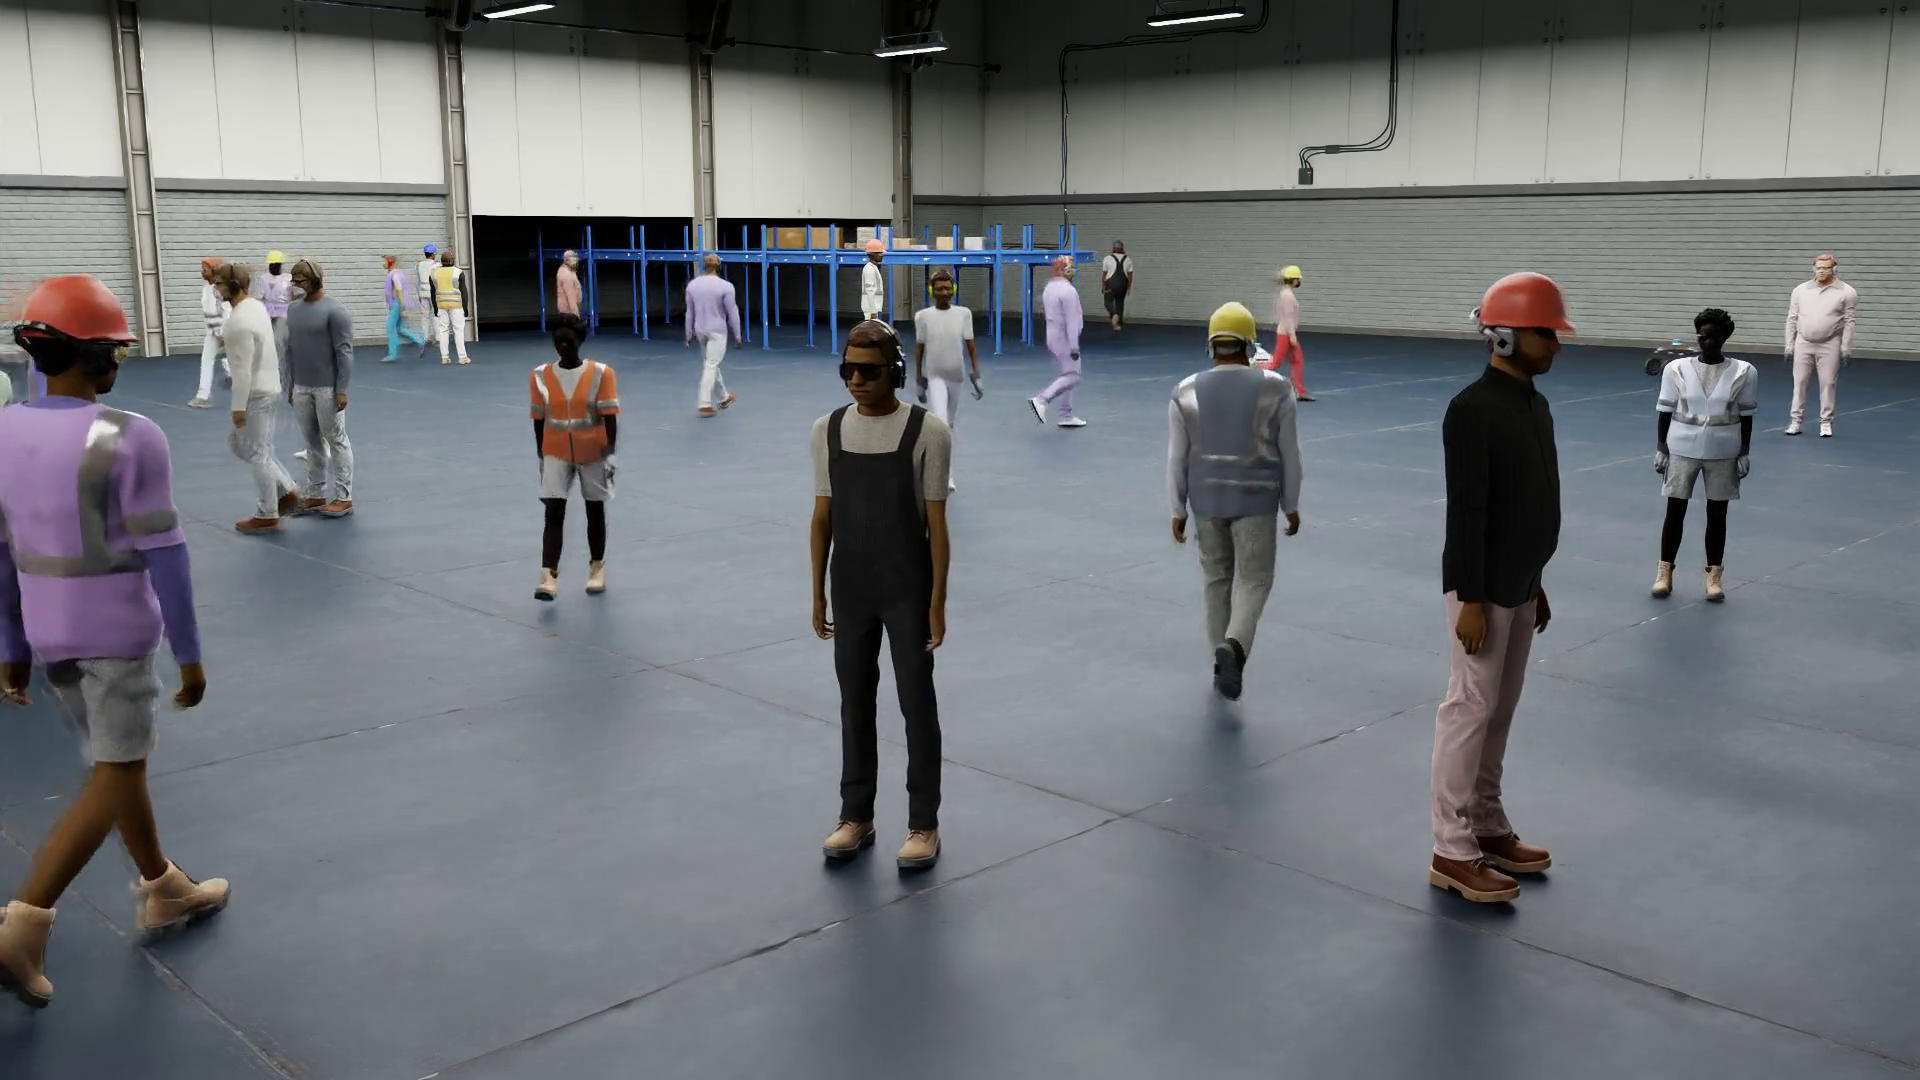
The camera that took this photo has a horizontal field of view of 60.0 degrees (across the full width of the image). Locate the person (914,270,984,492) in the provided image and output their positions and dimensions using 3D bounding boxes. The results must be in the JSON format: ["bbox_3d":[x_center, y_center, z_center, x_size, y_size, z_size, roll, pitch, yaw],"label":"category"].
[{"bbox_3d":[-0.114,-1.357,14.053,0.536,1.825,0.961,-3,11,-15],"label":"person"}]

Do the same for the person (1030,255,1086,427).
[{"bbox_3d":[1.099,-2.164,18.219,0.634,1.889,0.663,-3,11,-17],"label":"person"}]

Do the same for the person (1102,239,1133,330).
[{"bbox_3d":[3.500,-5.679,37.111,0.694,2.000,0.639,-2,11,-13],"label":"person"}]

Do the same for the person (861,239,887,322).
[{"bbox_3d":[-1.278,-3.447,24.812,0.387,2.045,0.605,0,10,0],"label":"person"}]

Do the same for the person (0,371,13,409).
[{"bbox_3d":[-5.695,-0.457,9.753,0.871,1.590,0.511,3,11,18],"label":"person"}]

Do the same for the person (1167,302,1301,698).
[{"bbox_3d":[1.240,-0.179,7.638,0.605,1.813,0.720,4,11,21],"label":"person"}]

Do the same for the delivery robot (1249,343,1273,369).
[{"bbox_3d":[4.328,-2.627,24.266,0.477,0.478,0.707,-1,10,-3],"label":"delivery robot"}]

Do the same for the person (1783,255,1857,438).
[{"bbox_3d":[9.075,-2.043,17.590,0.673,1.905,0.397,8,13,36],"label":"person"}]

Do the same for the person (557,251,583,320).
[{"bbox_3d":[-6.229,-3.666,26.544,0.438,1.876,0.692,-4,11,-22],"label":"person"}]

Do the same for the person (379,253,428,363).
[{"bbox_3d":[-9.393,-3.899,27.910,0.742,1.820,0.574,-5,11,-23],"label":"person"}]

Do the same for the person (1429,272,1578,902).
[{"bbox_3d":[1.747,0.141,5.380,0.375,1.996,0.611,8,13,37],"label":"person"}]

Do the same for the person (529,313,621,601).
[{"bbox_3d":[-2.234,-0.465,9.597,0.546,1.660,0.855,0,10,-2],"label":"person"}]

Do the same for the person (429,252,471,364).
[{"bbox_3d":[-8.427,-3.840,27.528,0.620,1.838,0.429,1,10,4],"label":"person"}]

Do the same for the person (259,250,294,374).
[{"bbox_3d":[-10.199,-3.402,25.008,0.591,1.898,0.937,4,11,19],"label":"person"}]

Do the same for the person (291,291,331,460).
[{"bbox_3d":[-6.167,-1.580,15.753,0.286,1.633,0.497,-8,13,-37],"label":"person"}]

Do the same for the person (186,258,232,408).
[{"bbox_3d":[-9.172,-2.582,20.678,0.584,1.839,0.976,5,12,27],"label":"person"}]

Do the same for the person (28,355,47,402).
[{"bbox_3d":[-4.795,-0.453,8.941,1.014,1.890,0.546,-2,11,-12],"label":"person"}]

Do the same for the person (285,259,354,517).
[{"bbox_3d":[-4.850,-1.147,12.578,0.627,1.933,0.371,5,12,27],"label":"person"}]

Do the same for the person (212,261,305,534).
[{"bbox_3d":[-5.051,-1.006,11.822,0.429,1.924,0.659,-2,11,-12],"label":"person"}]

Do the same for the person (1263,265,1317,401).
[{"bbox_3d":[4.145,-2.653,21.356,0.859,1.738,0.520,3,11,15],"label":"person"}]

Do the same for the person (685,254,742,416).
[{"bbox_3d":[-2.883,-2.442,19.759,0.655,1.884,1.013,5,12,26],"label":"person"}]

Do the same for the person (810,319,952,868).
[{"bbox_3d":[-0.271,0.182,5.594,0.504,1.841,0.333,3,11,18],"label":"person"}]

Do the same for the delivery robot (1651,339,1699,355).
[{"bbox_3d":[10.829,-2.924,25.161,0.698,0.223,0.335,-2,10,-11],"label":"delivery robot"}]

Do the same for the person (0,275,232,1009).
[{"bbox_3d":[-2.475,0.267,4.676,0.620,2.011,0.964,3,11,16],"label":"person"}]

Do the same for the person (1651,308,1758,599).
[{"bbox_3d":[4.329,-0.501,9.693,0.540,1.697,0.317,5,11,23],"label":"person"}]

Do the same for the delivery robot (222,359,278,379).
[{"bbox_3d":[-9.911,-2.434,23.213,0.707,0.478,0.477,-5,12,-26],"label":"delivery robot"}]

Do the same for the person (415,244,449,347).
[{"bbox_3d":[-10.097,-4.672,31.756,0.605,1.947,0.404,4,11,20],"label":"person"}]
